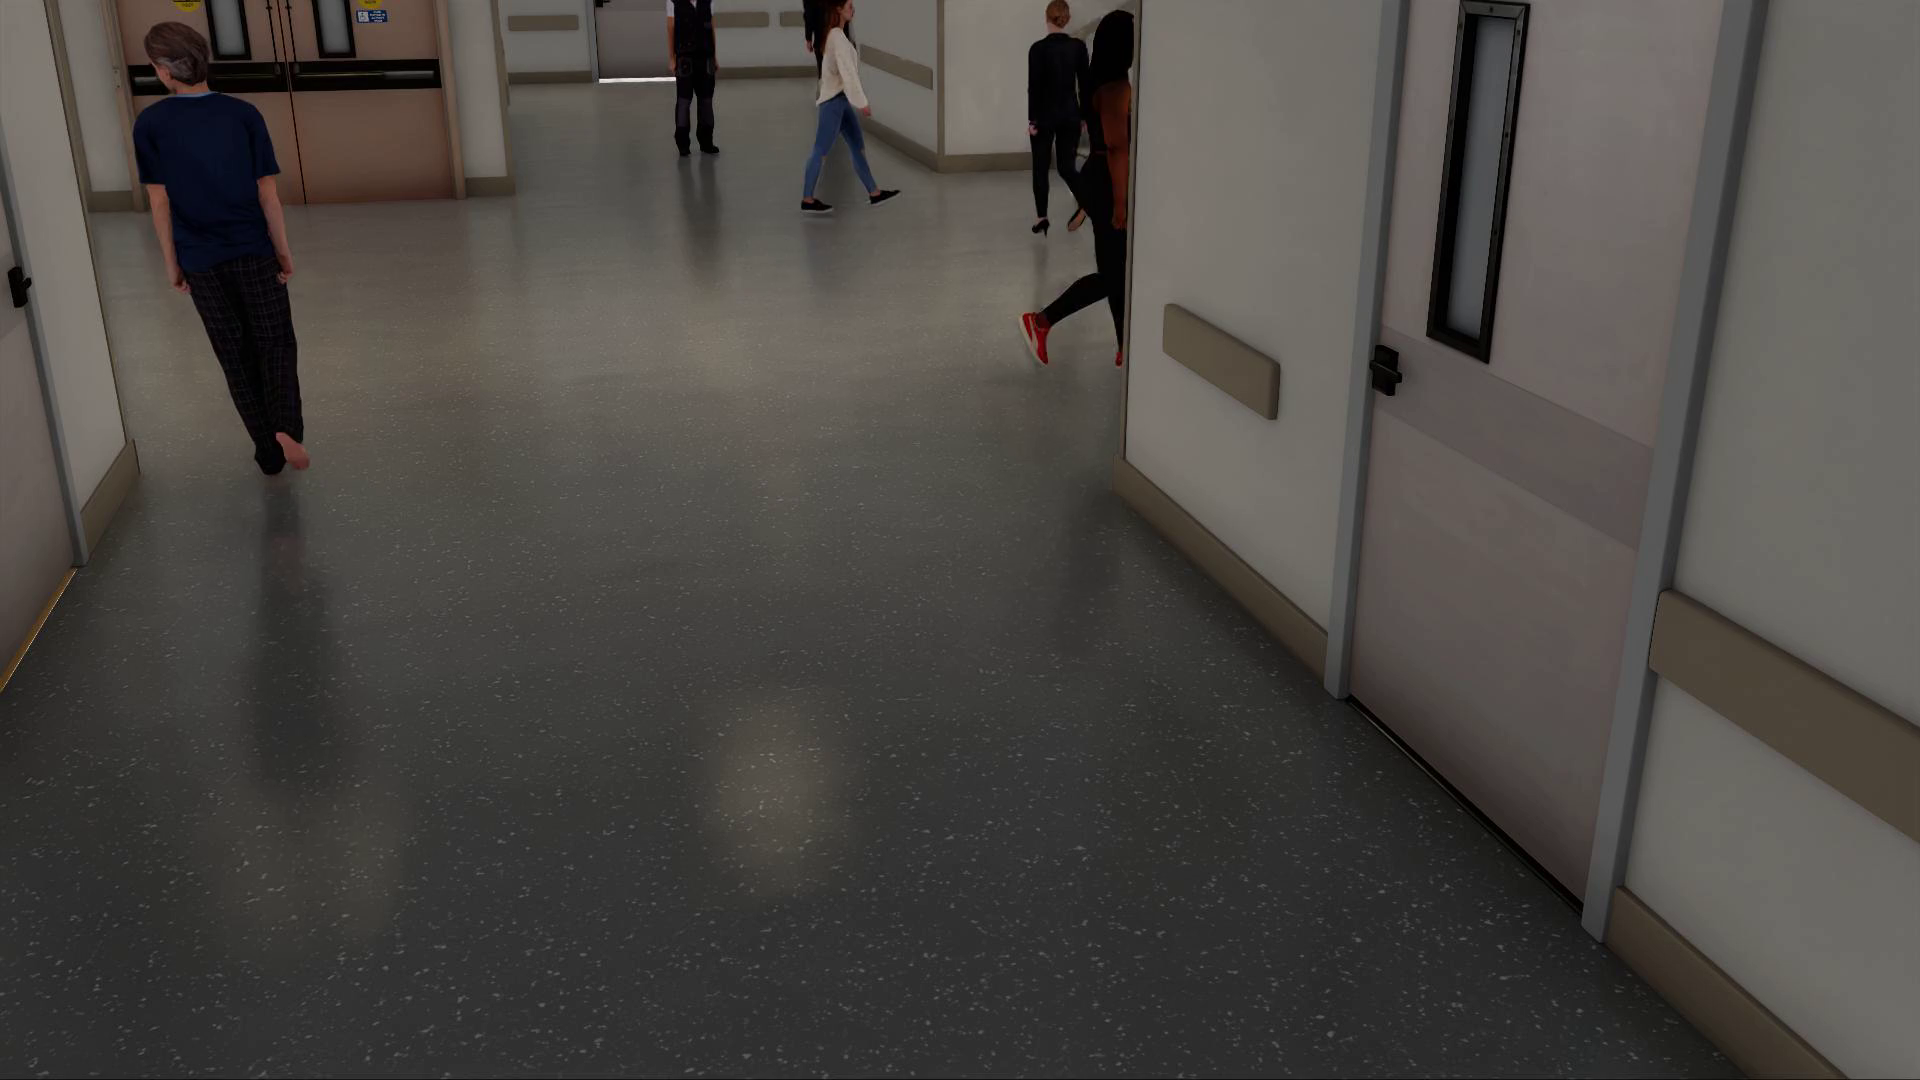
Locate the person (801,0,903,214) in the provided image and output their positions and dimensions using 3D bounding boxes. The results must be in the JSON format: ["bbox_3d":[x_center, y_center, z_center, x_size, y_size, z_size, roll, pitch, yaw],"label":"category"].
[{"bbox_3d":[-1.049,-3.337,12.853,1.080,1.654,0.780,0,21,-1],"label":"person"}]

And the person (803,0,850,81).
[{"bbox_3d":[-1.462,-5.672,18.770,1.027,1.830,0.827,-5,21,-12],"label":"person"}]

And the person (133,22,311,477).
[{"bbox_3d":[-2.911,-1.077,6.625,0.880,1.839,0.815,-8,22,-21],"label":"person"}]

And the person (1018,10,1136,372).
[{"bbox_3d":[0.678,-1.698,8.327,1.082,1.794,0.740,-3,21,-7],"label":"person"}]

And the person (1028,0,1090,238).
[{"bbox_3d":[0.717,-2.928,11.764,0.950,1.660,0.754,-9,23,-23],"label":"person"}]

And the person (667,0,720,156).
[{"bbox_3d":[-2.596,-4.708,16.198,0.618,1.848,0.784,-12,24,-29],"label":"person"}]
